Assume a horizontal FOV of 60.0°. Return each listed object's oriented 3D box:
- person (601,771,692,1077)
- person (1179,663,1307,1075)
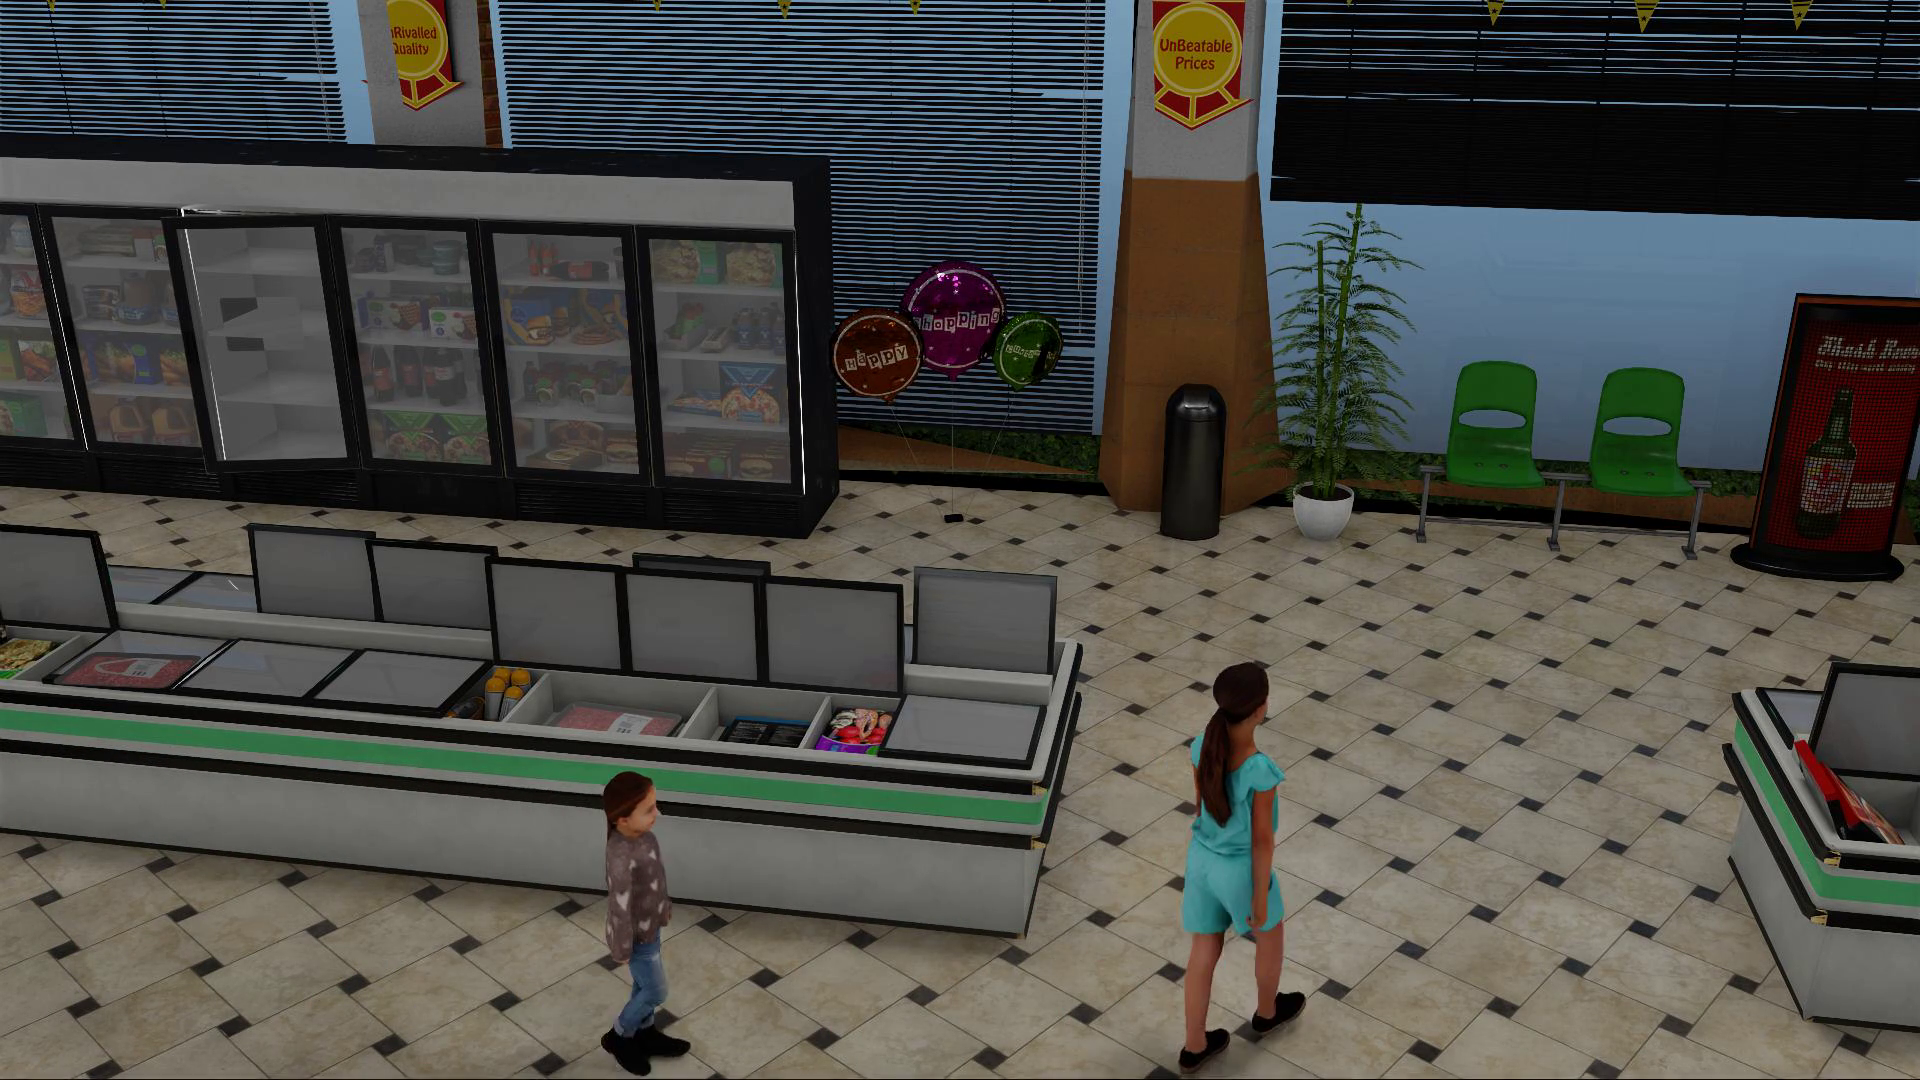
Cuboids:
[{"bbox_3d":[-1.175,1.336,5.826,0.552,1.188,0.513,1,22,1],"label":"person"},{"bbox_3d":[0.891,1.172,5.761,0.892,1.540,0.869,-19,29,-39],"label":"person"}]
